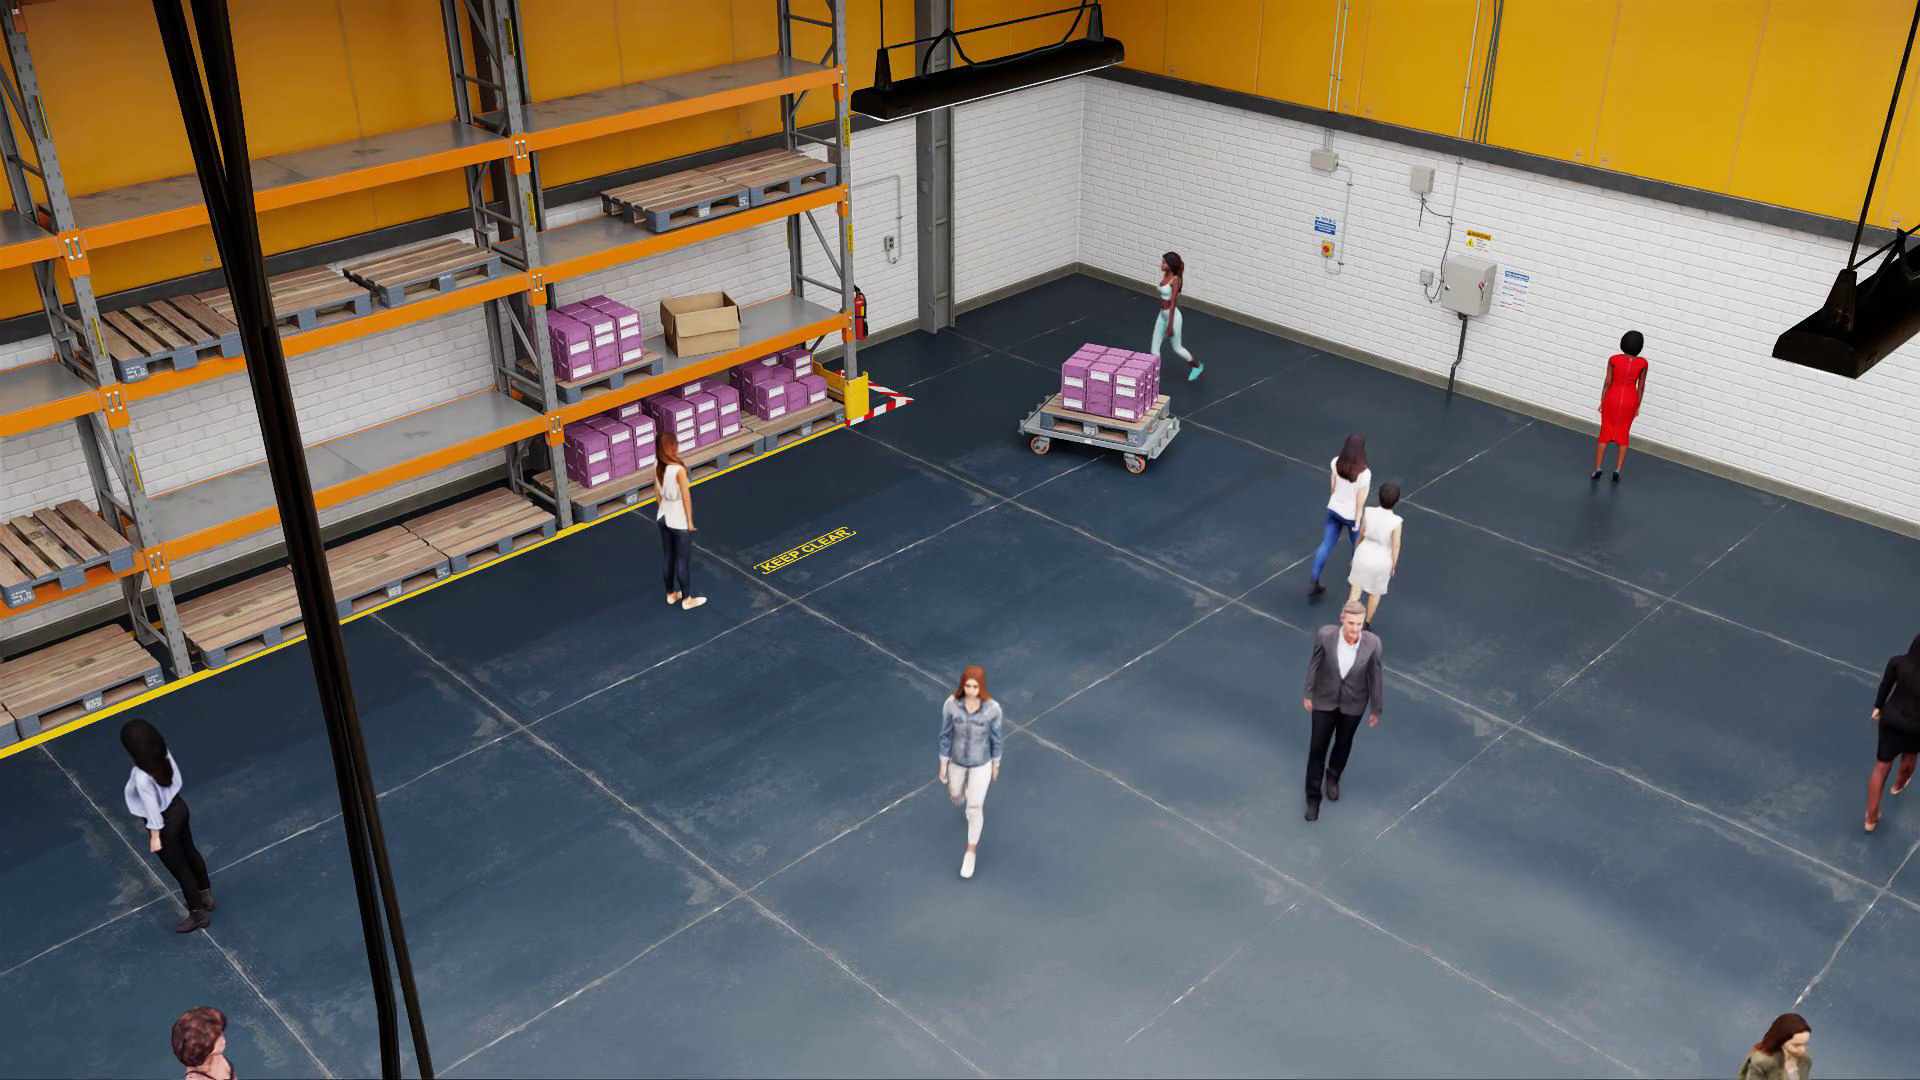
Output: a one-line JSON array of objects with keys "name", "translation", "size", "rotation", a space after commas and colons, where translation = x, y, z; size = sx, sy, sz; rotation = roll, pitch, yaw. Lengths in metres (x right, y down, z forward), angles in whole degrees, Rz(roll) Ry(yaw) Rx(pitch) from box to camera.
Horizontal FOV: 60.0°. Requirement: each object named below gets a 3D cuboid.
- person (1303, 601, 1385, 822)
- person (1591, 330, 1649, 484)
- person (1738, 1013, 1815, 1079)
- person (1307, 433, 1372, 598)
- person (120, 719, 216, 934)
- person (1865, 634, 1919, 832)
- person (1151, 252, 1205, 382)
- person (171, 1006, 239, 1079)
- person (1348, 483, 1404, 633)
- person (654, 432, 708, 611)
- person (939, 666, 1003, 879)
[{"name": "person", "translation": [2.958, 1.223, 12.953], "size": [1.049, 1.819, 1.133], "rotation": [5, 29, 9]}, {"name": "person", "translation": [7.104, -1.438, 17.910], "size": [0.645, 1.744, 0.643], "rotation": [8, 30, 15]}, {"name": "person", "translation": [4.596, 3.270, 9.562], "size": [0.686, 1.472, 0.765], "rotation": [-7, 29, -12]}, {"name": "person", "translation": [3.576, -0.183, 15.722], "size": [1.131, 1.635, 0.653], "rotation": [-23, 36, -36]}, {"name": "person", "translation": [-5.533, 1.984, 11.634], "size": [0.759, 1.746, 0.720], "rotation": [-2, 29, -4]}, {"name": "person", "translation": [7.154, 1.468, 12.640], "size": [0.734, 1.688, 1.096], "rotation": [20, 34, 32]}, {"name": "person", "translation": [2.618, -2.652, 20.186], "size": [1.141, 1.696, 0.921], "rotation": [-7, 29, -13]}, {"name": "person", "translation": [-4.201, 3.317, 9.208], "size": [1.150, 1.729, 0.769], "rotation": [-14, 32, -24]}, {"name": "person", "translation": [3.733, 0.227, 15.074], "size": [0.682, 1.537, 0.793], "rotation": [14, 32, 25]}, {"name": "person", "translation": [-2.682, -0.180, 15.560], "size": [0.593, 1.785, 0.537], "rotation": [22, 36, 35]}, {"name": "person", "translation": [0.082, 1.617, 12.371], "size": [0.938, 1.685, 1.123], "rotation": [6, 29, 12]}]
